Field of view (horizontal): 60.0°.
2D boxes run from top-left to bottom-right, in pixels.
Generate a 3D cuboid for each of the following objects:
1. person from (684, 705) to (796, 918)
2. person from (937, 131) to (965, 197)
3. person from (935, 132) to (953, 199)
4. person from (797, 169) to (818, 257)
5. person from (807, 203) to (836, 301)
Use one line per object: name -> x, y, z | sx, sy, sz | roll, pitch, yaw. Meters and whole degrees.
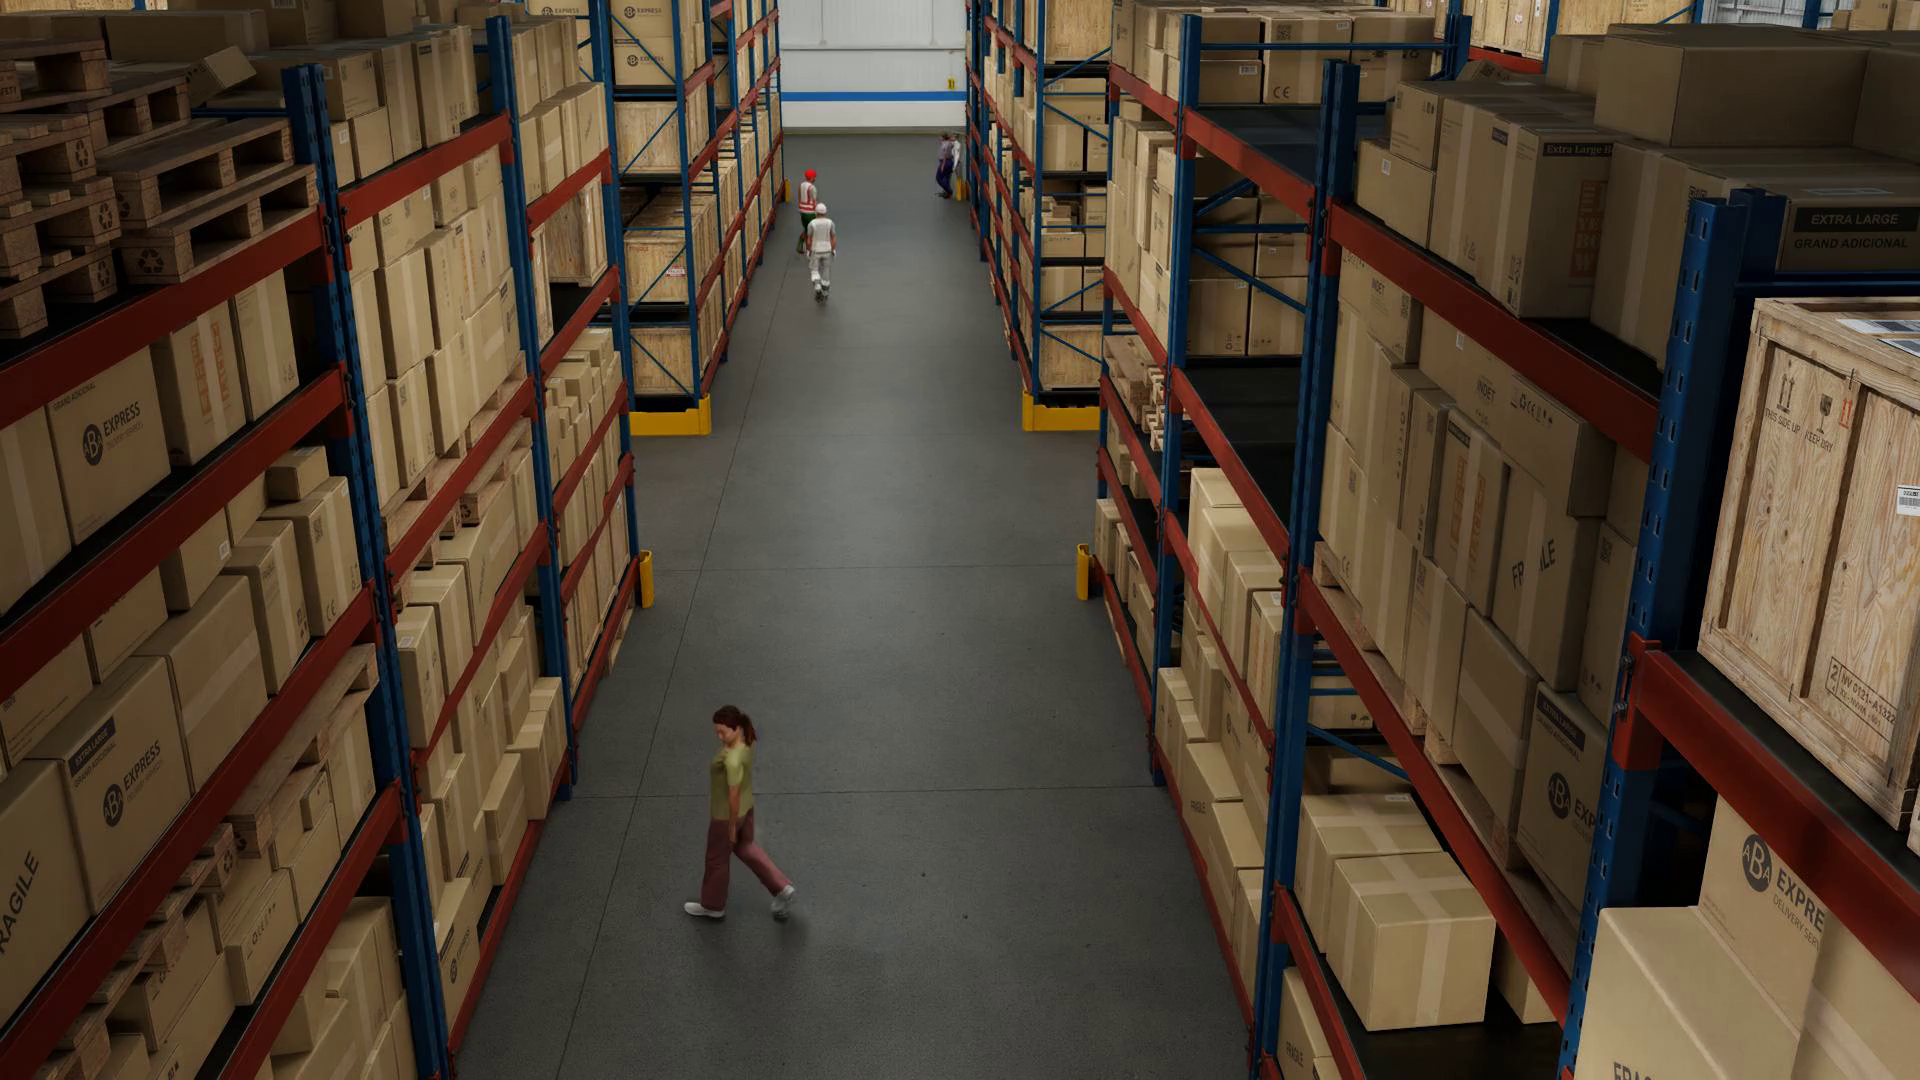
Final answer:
person -> -1.524, 1.874, 11.552 | 0.742, 1.636, 0.474 | 6, 21, 15
person -> -0.200, -9.524, 42.139 | 0.736, 1.645, 0.519 | -11, 23, -27
person -> -0.363, -9.444, 41.940 | 0.458, 1.648, 0.514 | 5, 21, 13
person -> -3.180, -6.812, 34.661 | 0.481, 1.786, 0.604 | -19, 27, -40
person -> -2.571, -5.328, 30.719 | 0.544, 1.791, 0.628 | -5, 21, -14
